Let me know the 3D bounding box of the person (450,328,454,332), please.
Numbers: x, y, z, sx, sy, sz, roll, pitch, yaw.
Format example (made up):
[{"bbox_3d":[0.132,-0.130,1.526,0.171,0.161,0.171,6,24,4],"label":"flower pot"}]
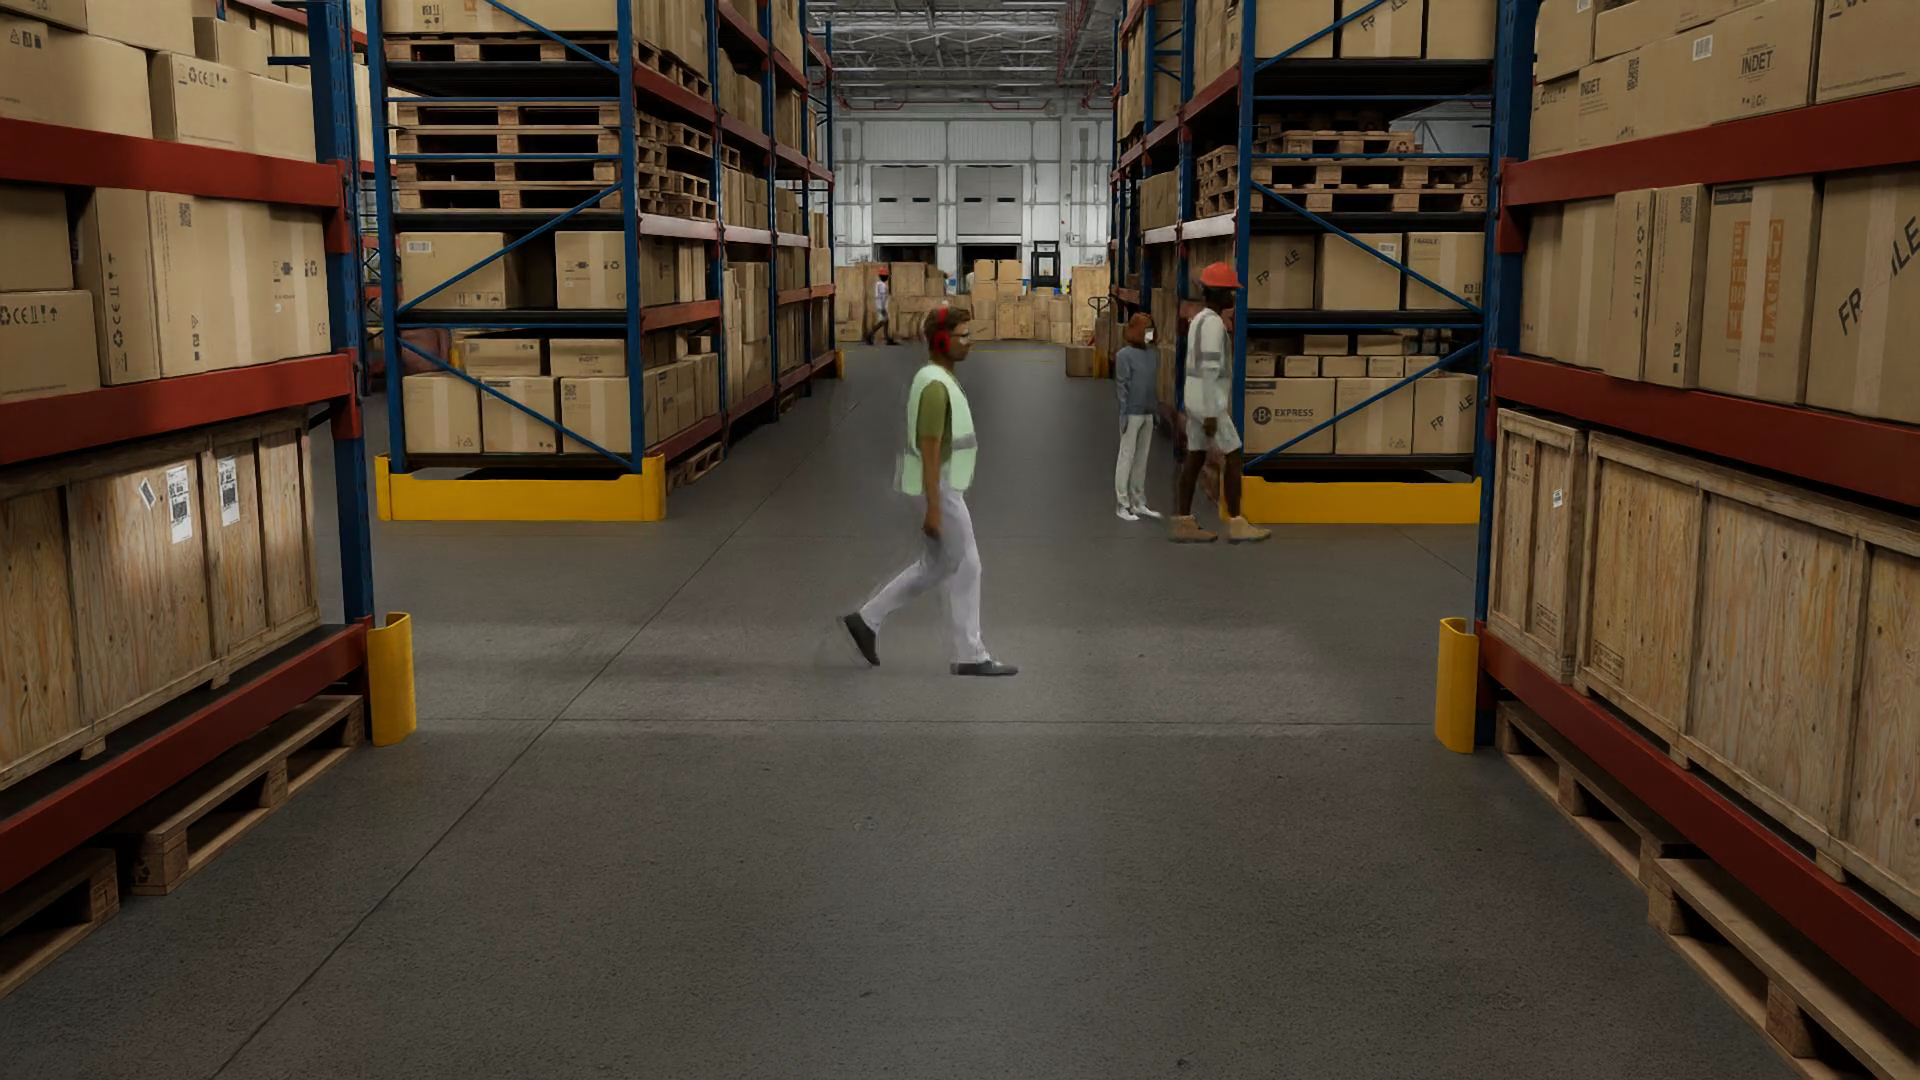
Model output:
[{"bbox_3d":[-9.866,-4.091,31.647,0.560,1.677,0.548,-1,10,-4],"label":"person"}]

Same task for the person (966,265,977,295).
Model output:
[{"bbox_3d":[0.490,-9.554,63.680,0.632,1.924,0.671,6,11,33],"label":"person"}]

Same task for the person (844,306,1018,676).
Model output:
[{"bbox_3d":[-0.150,-0.228,8.107,0.801,1.823,0.571,0,9,2],"label":"person"}]

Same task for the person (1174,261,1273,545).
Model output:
[{"bbox_3d":[1.925,-0.962,11.890,0.824,2.018,0.637,-1,9,-3],"label":"person"}]

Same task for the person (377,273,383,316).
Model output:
[{"bbox_3d":[-21.960,-9.430,63.408,0.325,1.760,0.523,7,12,37],"label":"person"}]

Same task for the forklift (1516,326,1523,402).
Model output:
[{"bbox_3d":[7.550,-3.354,23.651,1.873,2.768,1.129,0,9,1],"label":"forklift"}]

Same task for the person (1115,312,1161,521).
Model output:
[{"bbox_3d":[1.409,-0.974,13.122,0.285,1.633,0.498,8,13,41],"label":"person"}]

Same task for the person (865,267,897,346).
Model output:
[{"bbox_3d":[-1.926,-5.679,40.488,0.675,1.935,0.561,-1,10,-6],"label":"person"}]

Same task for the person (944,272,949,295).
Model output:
[{"bbox_3d":[-0.601,-9.853,66.292,0.373,1.625,0.543,5,11,26],"label":"person"}]

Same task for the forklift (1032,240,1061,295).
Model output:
[{"bbox_3d":[3.172,-9.648,61.356,1.129,2.768,1.873,0,9,1],"label":"forklift"}]

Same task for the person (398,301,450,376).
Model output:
[{"bbox_3d":[-6.139,-2.090,19.022,0.665,1.891,0.538,2,10,13],"label":"person"}]

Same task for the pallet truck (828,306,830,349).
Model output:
[{"bbox_3d":[-3.100,-3.940,29.800,1.885,1.965,0.823,3,10,19],"label":"pallet truck"}]
